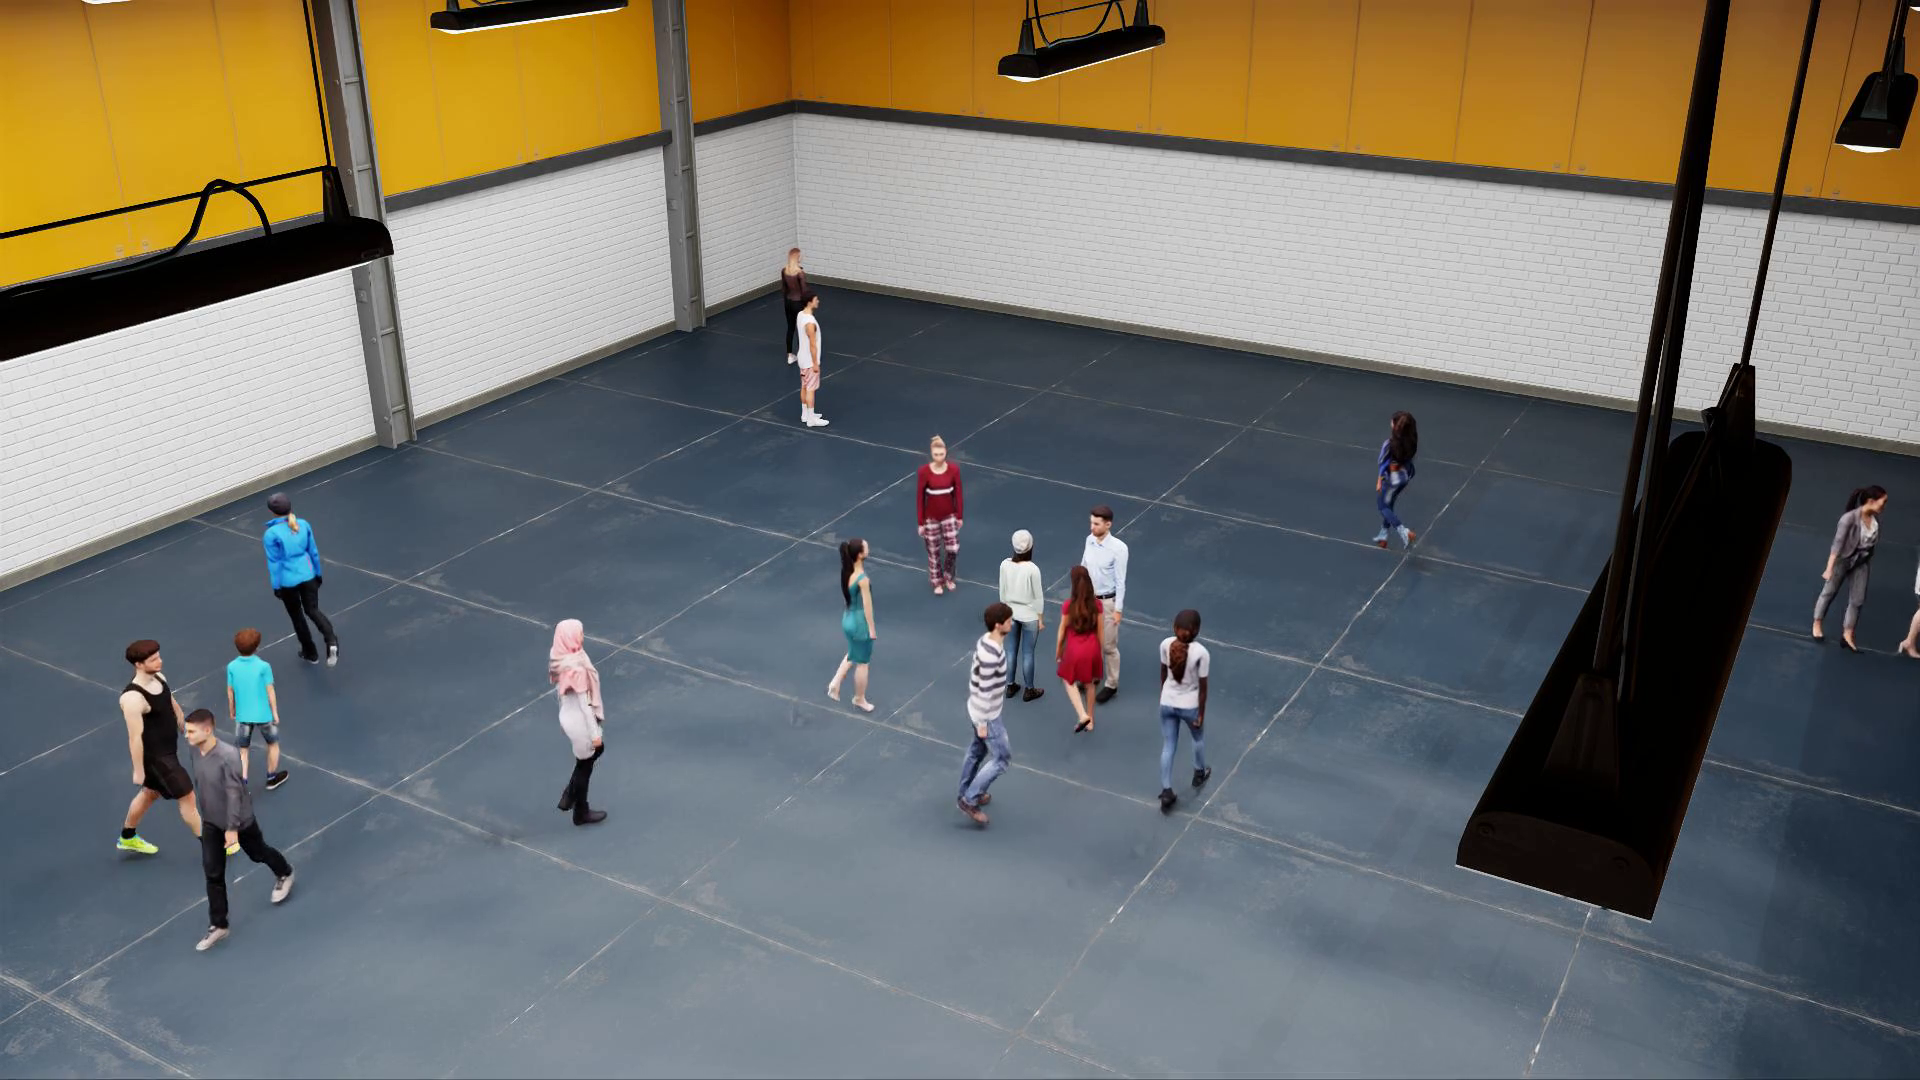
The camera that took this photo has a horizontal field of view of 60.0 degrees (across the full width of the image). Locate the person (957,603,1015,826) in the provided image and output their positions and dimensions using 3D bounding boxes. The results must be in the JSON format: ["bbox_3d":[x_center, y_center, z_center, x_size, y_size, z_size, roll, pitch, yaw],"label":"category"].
[{"bbox_3d":[0.165,1.358,13.094,0.881,1.827,0.786,1,24,2],"label":"person"}]

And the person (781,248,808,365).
[{"bbox_3d":[-2.386,-3.380,24.086,0.630,1.705,0.537,17,29,34],"label":"person"}]

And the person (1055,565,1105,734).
[{"bbox_3d":[1.043,0.981,14.319,0.830,1.536,0.897,-3,24,-7],"label":"person"}]

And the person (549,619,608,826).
[{"bbox_3d":[-3.047,1.458,12.906,0.815,1.794,0.769,-11,26,-25],"label":"person"}]

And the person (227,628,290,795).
[{"bbox_3d":[-5.735,1.414,13.468,0.778,1.426,0.845,-3,24,-7],"label":"person"}]

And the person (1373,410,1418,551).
[{"bbox_3d":[4.693,-0.602,17.857,0.923,1.605,0.917,-13,27,-27],"label":"person"}]

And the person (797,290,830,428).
[{"bbox_3d":[-1.979,-2.376,21.686,0.781,1.788,0.733,-8,25,-18],"label":"person"}]

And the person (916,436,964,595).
[{"bbox_3d":[-0.219,-0.263,16.972,0.760,1.692,0.803,-3,24,-7],"label":"person"}]

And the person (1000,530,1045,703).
[{"bbox_3d":[0.557,0.661,14.909,0.559,1.651,0.480,13,27,27],"label":"person"}]

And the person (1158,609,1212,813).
[{"bbox_3d":[1.722,1.372,13.224,0.616,1.698,0.941,11,26,23],"label":"person"}]

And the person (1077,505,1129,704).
[{"bbox_3d":[1.279,0.549,14.923,0.705,1.845,0.686,21,31,40],"label":"person"}]

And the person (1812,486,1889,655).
[{"bbox_3d":[8.449,0.226,15.916,0.997,1.642,1.057,-4,24,-10],"label":"person"}]

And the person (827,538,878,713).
[{"bbox_3d":[-0.970,0.779,14.606,0.802,1.678,0.725,-12,27,-26],"label":"person"}]

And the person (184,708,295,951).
[{"bbox_3d":[-5.141,1.957,11.861,0.809,1.718,1.228,7,24,15],"label":"person"}]

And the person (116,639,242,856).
[{"bbox_3d":[-6.123,1.605,12.499,1.205,1.851,1.191,-4,24,-9],"label":"person"}]

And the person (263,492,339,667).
[{"bbox_3d":[-6.055,0.422,15.298,1.005,1.778,0.870,-21,31,-39],"label":"person"}]
